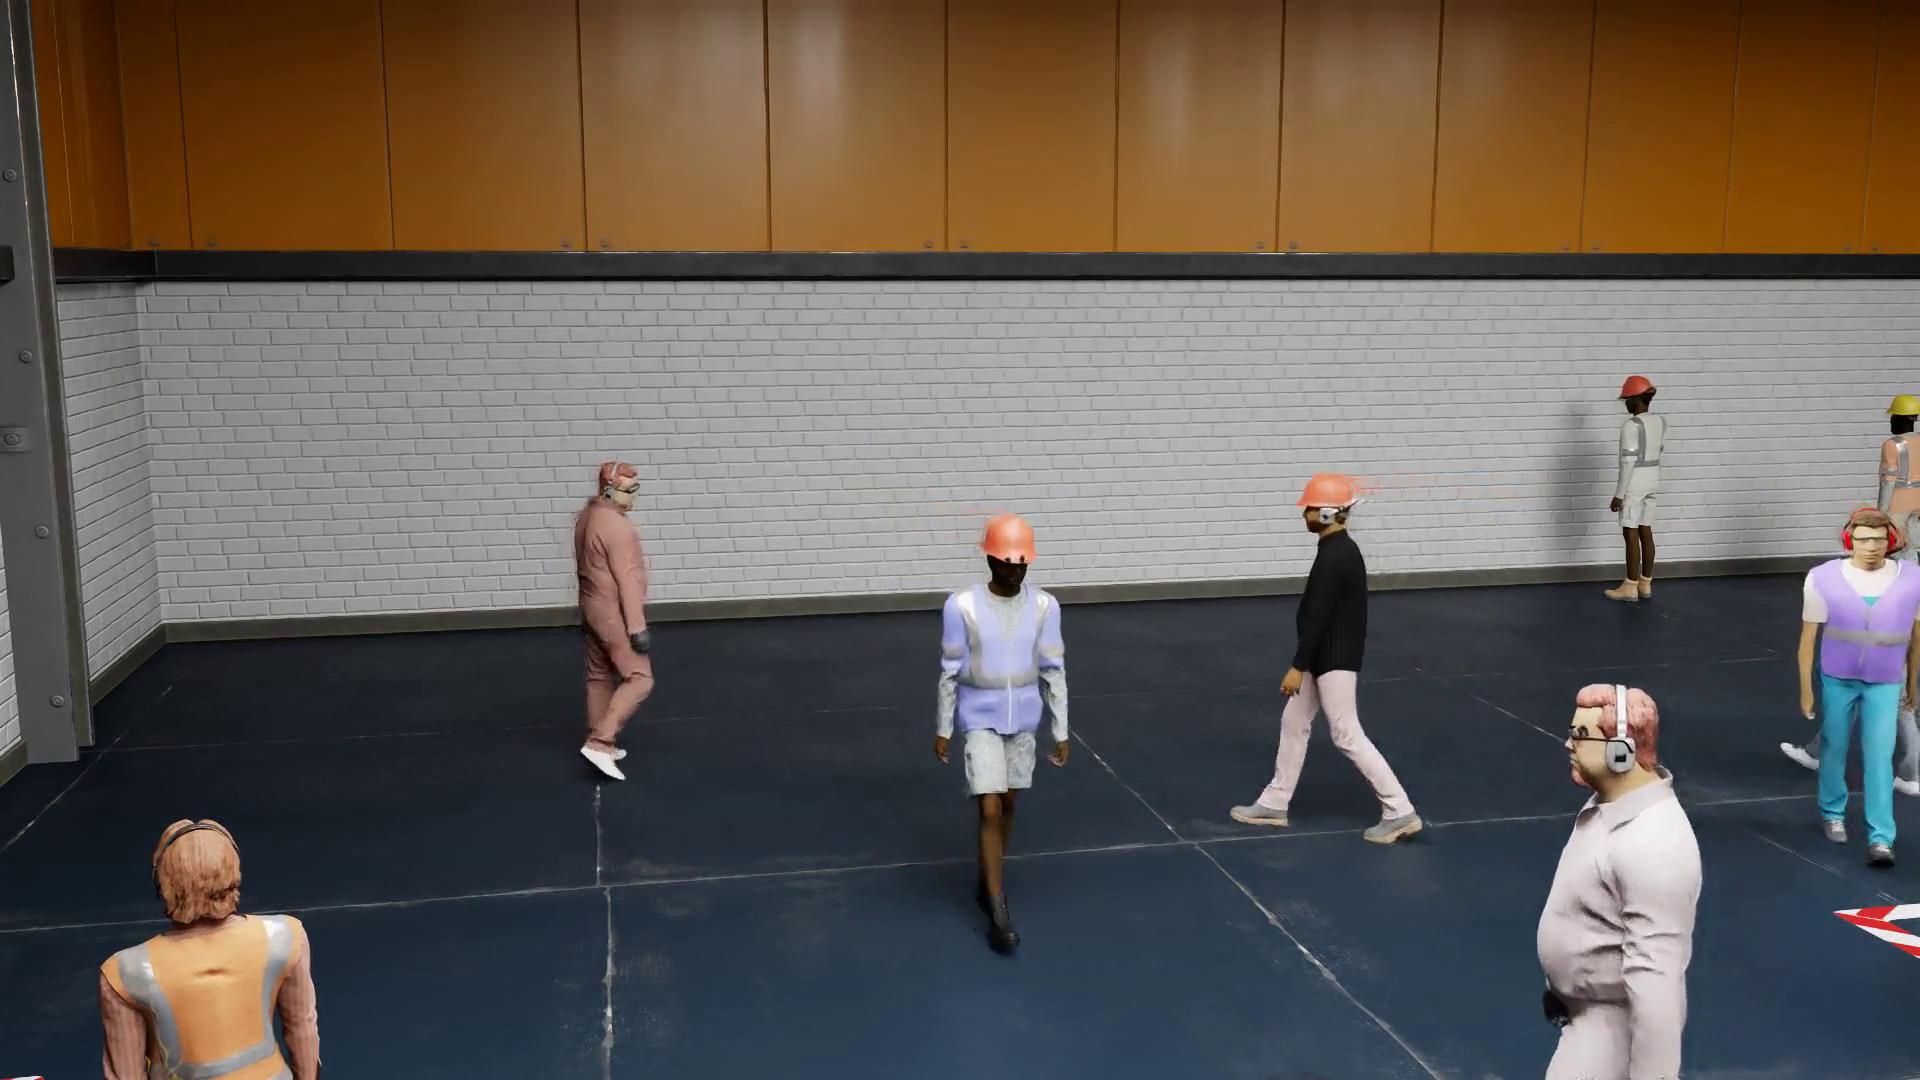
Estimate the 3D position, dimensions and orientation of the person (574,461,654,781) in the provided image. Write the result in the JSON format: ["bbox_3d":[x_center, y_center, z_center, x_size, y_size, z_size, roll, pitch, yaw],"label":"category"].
[{"bbox_3d":[-2.048,0.472,9.785,0.430,1.886,0.742,-6,11,-31],"label":"person"}]

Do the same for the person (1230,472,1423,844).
[{"bbox_3d":[1.972,0.616,8.716,0.990,1.953,0.609,2,10,14],"label":"person"}]

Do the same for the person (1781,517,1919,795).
[{"bbox_3d":[5.255,0.634,9.668,0.535,1.586,0.845,-5,10,-26],"label":"person"}]

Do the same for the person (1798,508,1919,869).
[{"bbox_3d":[4.552,0.739,8.391,0.580,1.797,0.917,3,10,20],"label":"person"}]

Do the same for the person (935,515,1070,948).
[{"bbox_3d":[0.225,0.844,7.442,0.577,1.901,0.874,-3,10,-16],"label":"person"}]

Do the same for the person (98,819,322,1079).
[{"bbox_3d":[-1.872,1.506,4.216,0.511,1.640,0.308,-7,12,-37],"label":"person"}]

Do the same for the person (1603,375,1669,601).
[{"bbox_3d":[6.090,-0.466,15.023,0.605,2.040,0.388,-7,12,-37],"label":"person"}]

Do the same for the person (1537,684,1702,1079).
[{"bbox_3d":[1.701,1.317,4.676,0.904,1.867,0.662,3,10,18],"label":"person"}]

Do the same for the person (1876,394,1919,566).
[{"bbox_3d":[8.039,-0.284,14.246,0.587,1.930,0.359,-5,11,-28],"label":"person"}]
